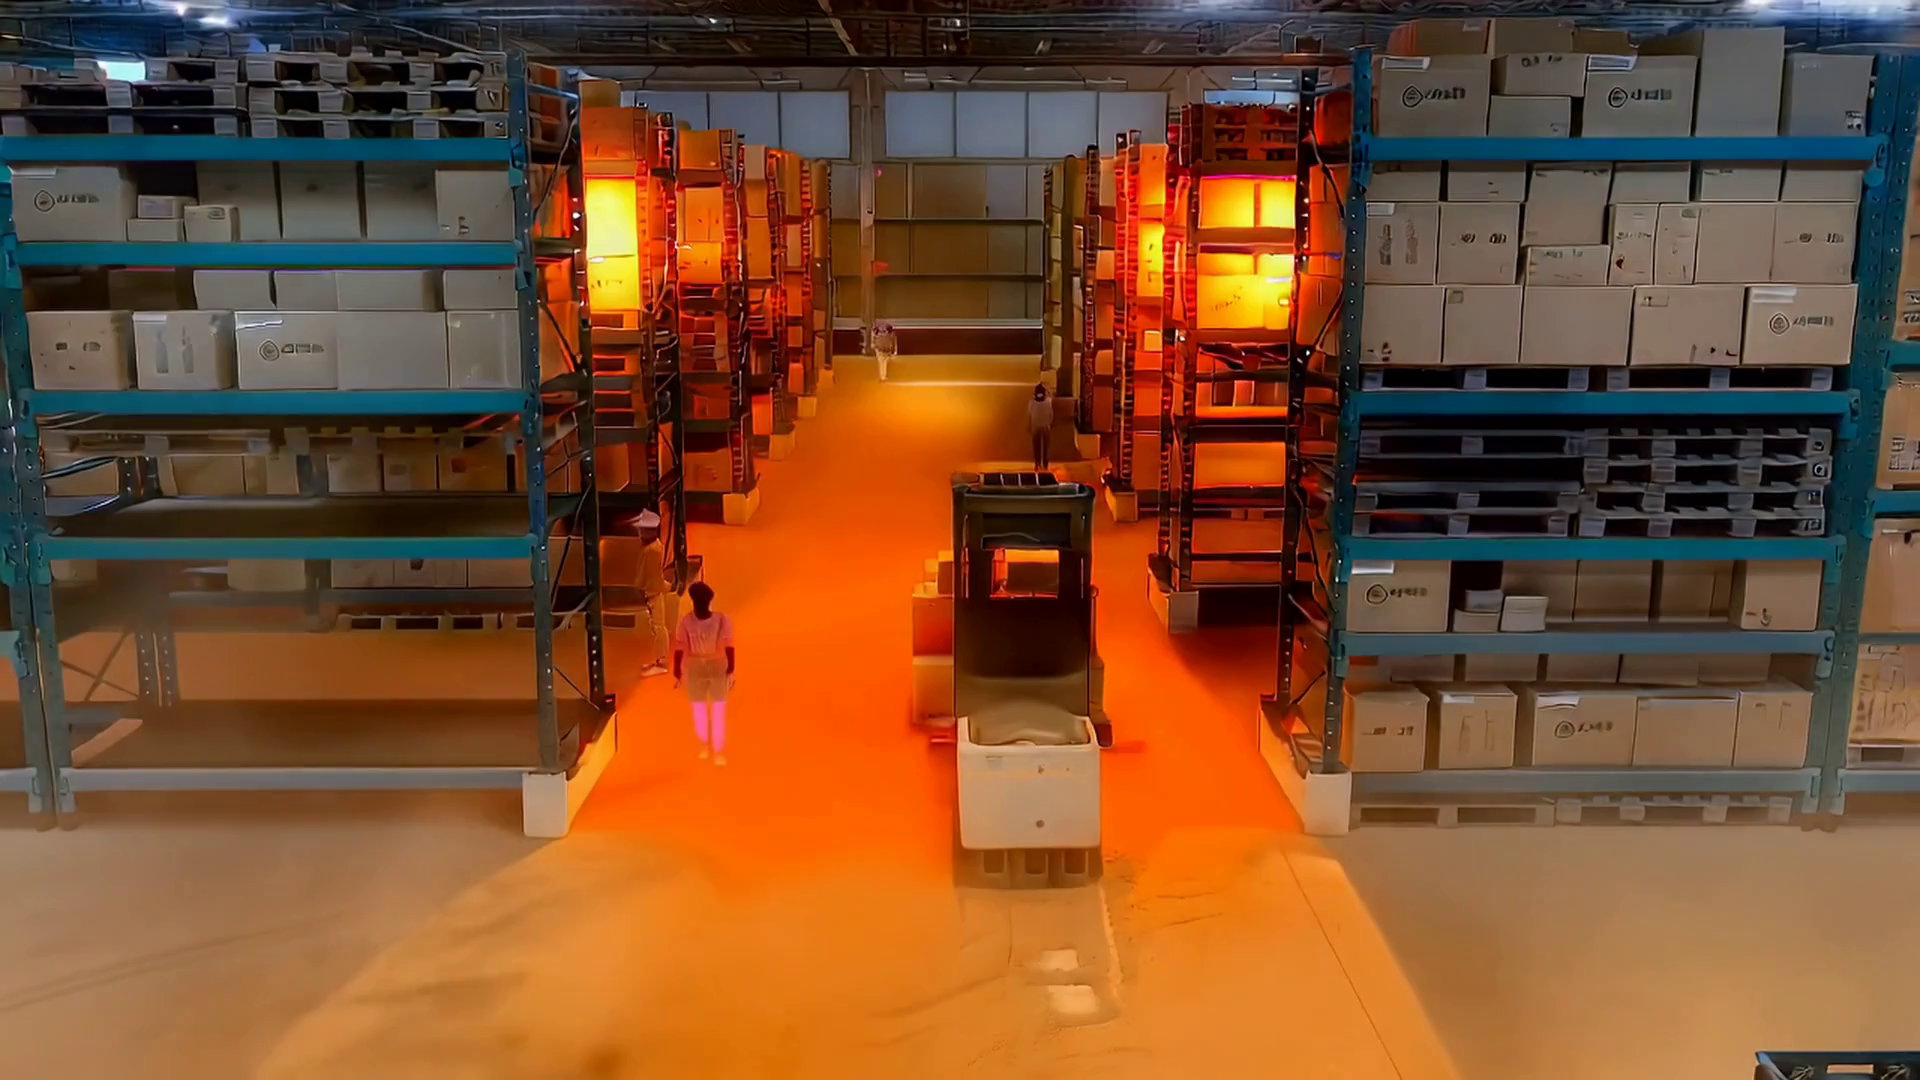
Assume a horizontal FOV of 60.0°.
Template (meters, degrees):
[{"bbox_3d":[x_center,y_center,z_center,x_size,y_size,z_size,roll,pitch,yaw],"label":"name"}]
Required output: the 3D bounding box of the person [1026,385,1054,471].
[{"bbox_3d":[1.504,-2.101,31.249,0.522,1.619,0.375,0,11,2],"label":"person"}]

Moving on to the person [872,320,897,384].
[{"bbox_3d":[-2.111,-5.256,46.491,0.694,1.781,0.905,-1,11,-7],"label":"person"}]

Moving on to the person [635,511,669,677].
[{"bbox_3d":[-3.269,0.567,17.665,0.311,1.768,0.532,-3,12,-13],"label":"person"}]

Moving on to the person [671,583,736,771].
[{"bbox_3d":[-2.268,1.215,14.678,0.555,1.663,0.771,-1,11,-5],"label":"person"}]

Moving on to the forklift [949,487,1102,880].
[{"bbox_3d":[0.495,0.986,12.813,1.129,2.768,1.873,0,11,-2],"label":"forklift"}]
